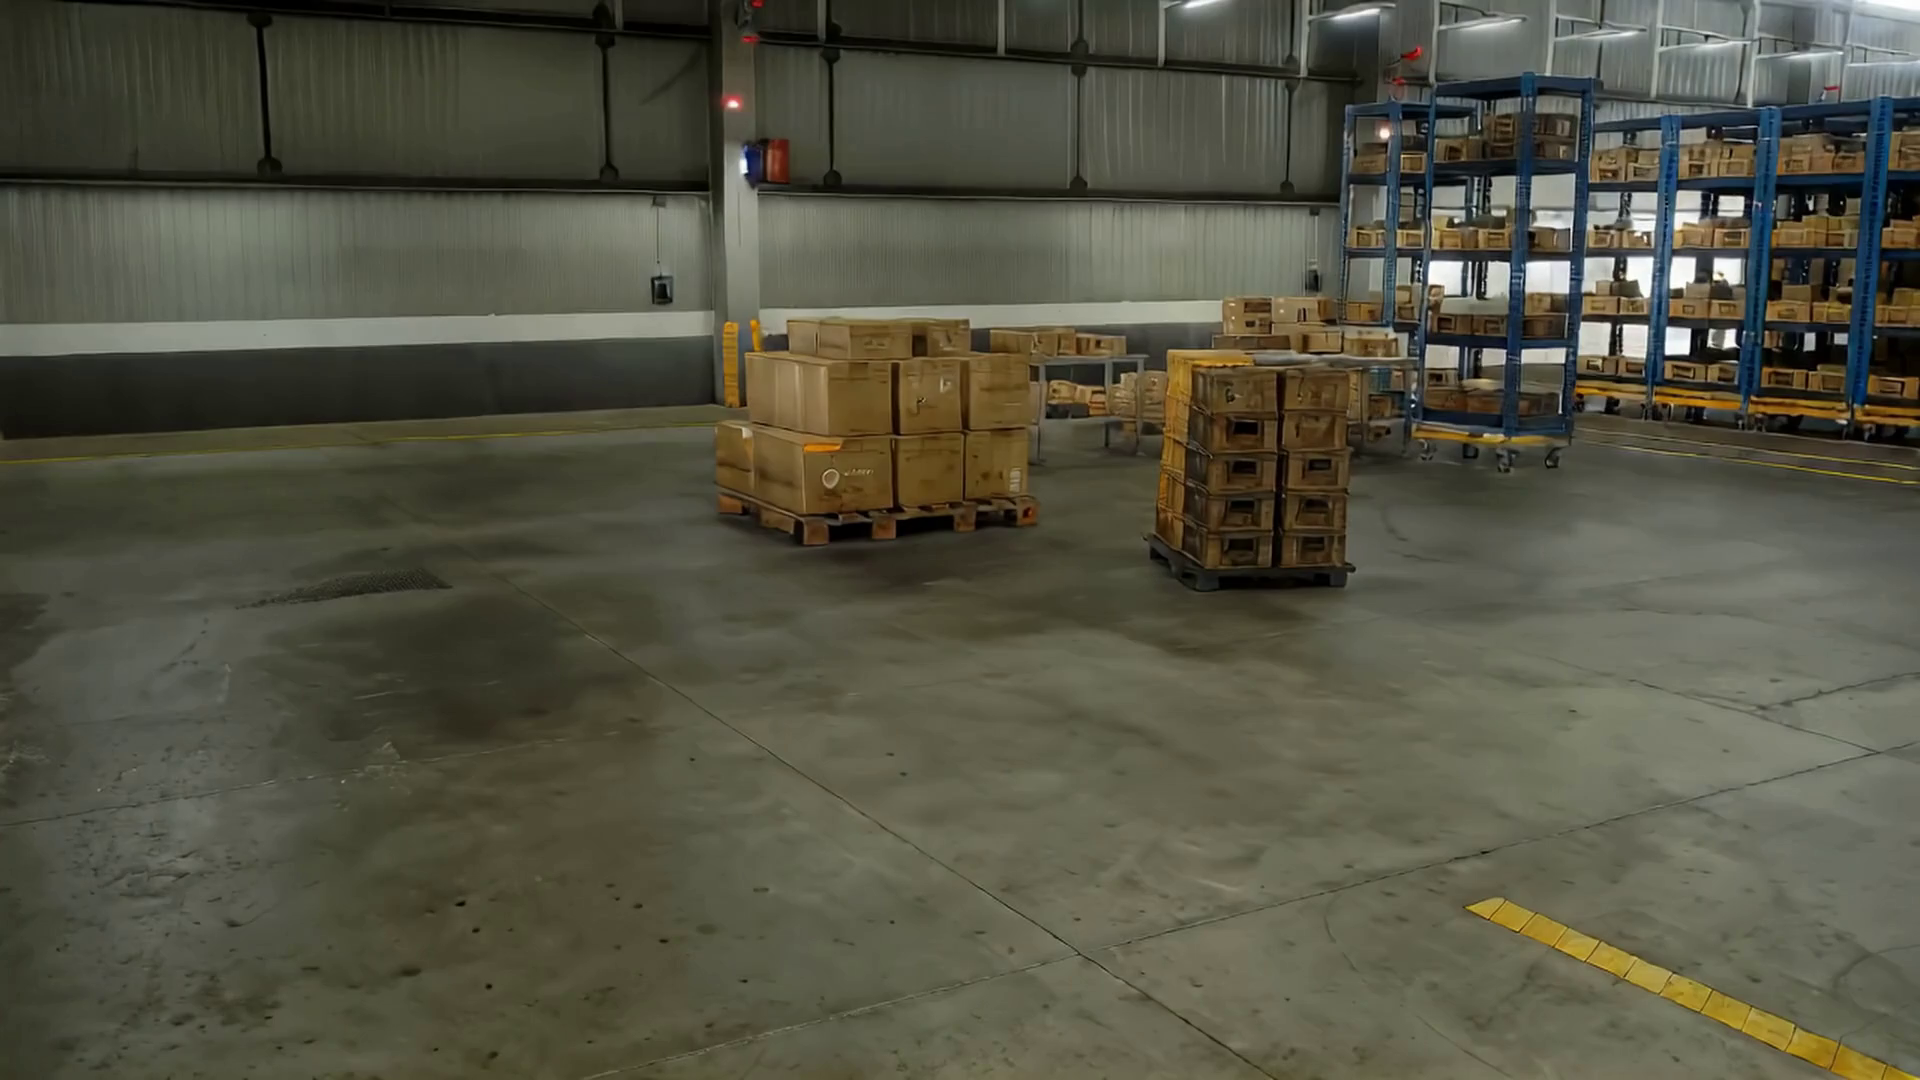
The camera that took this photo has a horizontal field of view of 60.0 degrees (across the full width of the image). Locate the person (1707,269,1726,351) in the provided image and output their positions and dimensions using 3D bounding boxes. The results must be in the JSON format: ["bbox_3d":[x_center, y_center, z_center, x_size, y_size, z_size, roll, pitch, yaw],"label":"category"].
[{"bbox_3d":[11.334,-3.207,25.064,0.562,1.742,0.359,-8,13,-40],"label":"person"}]
